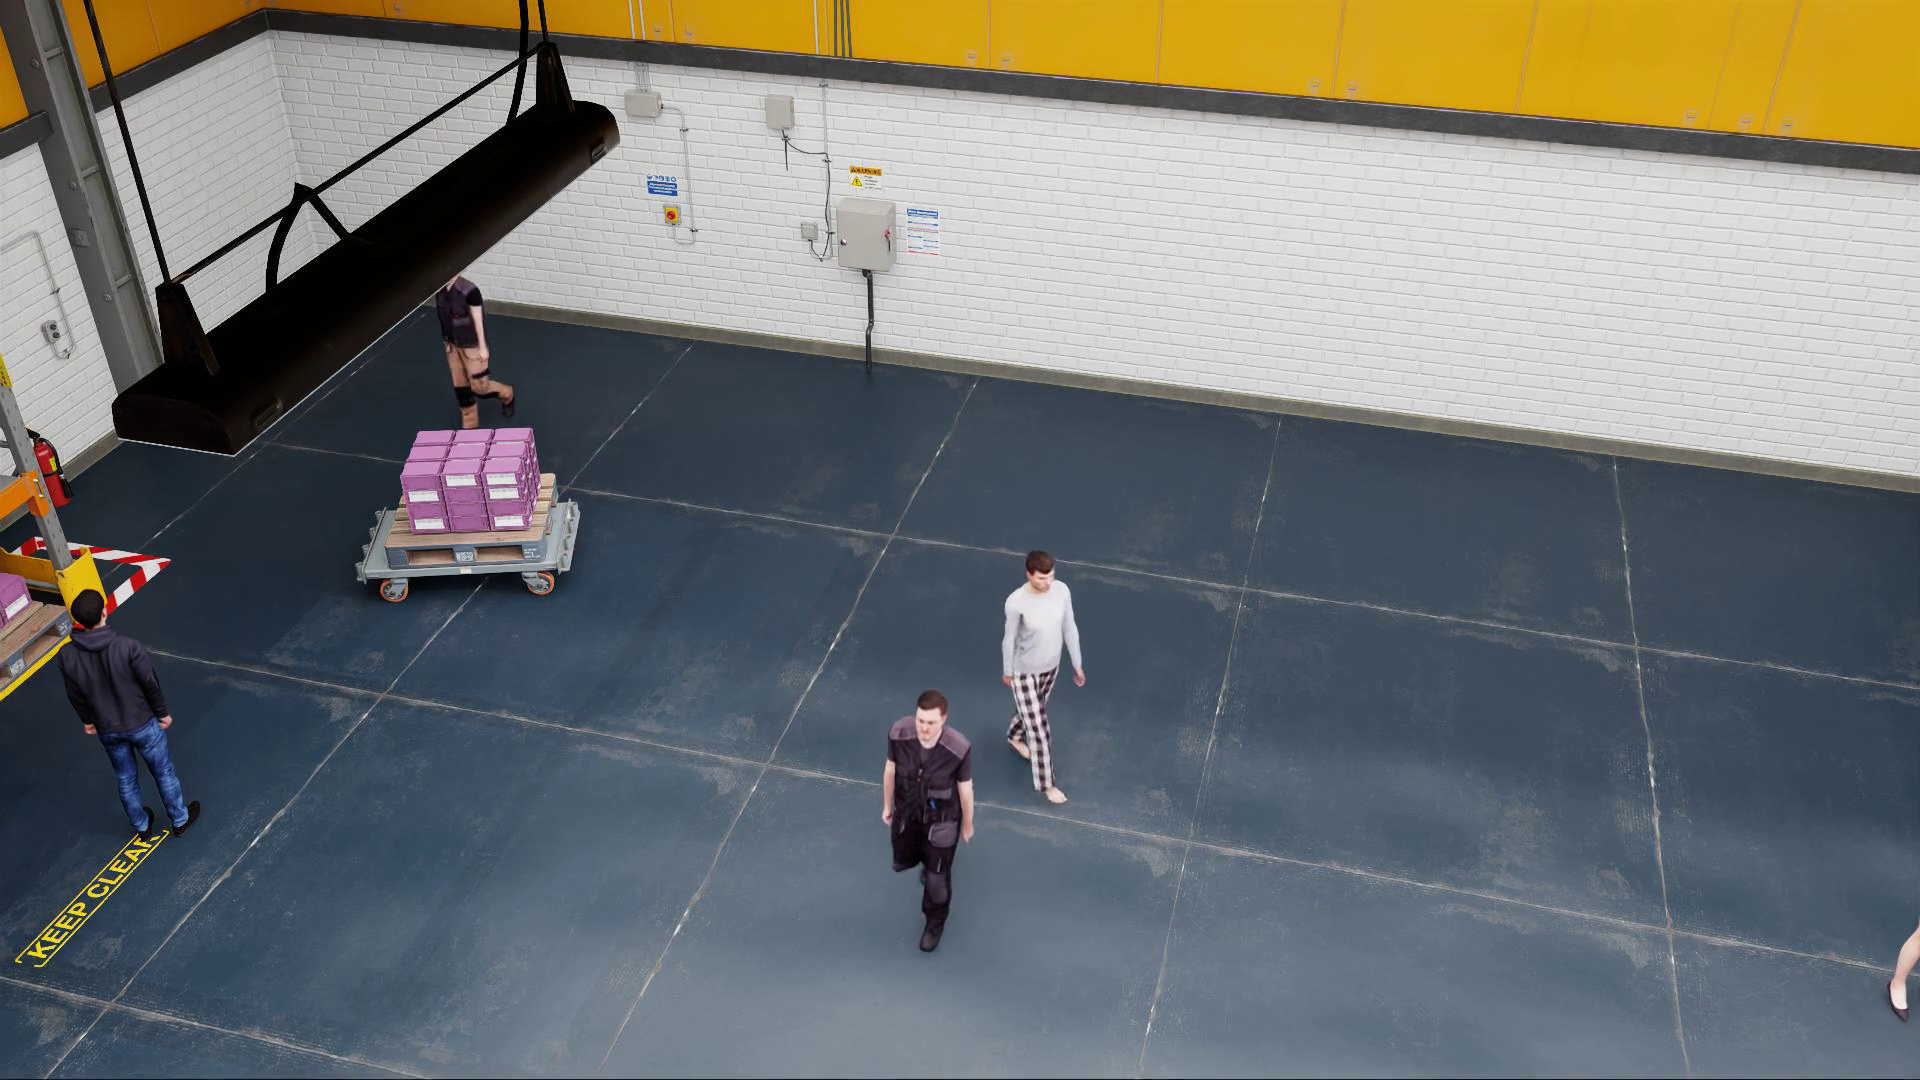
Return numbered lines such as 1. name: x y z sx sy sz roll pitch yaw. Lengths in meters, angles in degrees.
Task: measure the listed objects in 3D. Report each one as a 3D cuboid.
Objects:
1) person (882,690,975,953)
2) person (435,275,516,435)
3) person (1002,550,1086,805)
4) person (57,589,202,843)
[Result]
1. person: -0.163 1.583 9.918 0.788 1.832 0.926 13 36 19
2. person: -4.397 -1.805 15.021 0.808 1.825 0.968 17 37 23
3. person: 0.464 0.790 11.129 1.087 1.813 1.137 -19 38 -26
4. person: -5.296 1.134 10.540 0.760 1.893 0.730 -6 34 -9
